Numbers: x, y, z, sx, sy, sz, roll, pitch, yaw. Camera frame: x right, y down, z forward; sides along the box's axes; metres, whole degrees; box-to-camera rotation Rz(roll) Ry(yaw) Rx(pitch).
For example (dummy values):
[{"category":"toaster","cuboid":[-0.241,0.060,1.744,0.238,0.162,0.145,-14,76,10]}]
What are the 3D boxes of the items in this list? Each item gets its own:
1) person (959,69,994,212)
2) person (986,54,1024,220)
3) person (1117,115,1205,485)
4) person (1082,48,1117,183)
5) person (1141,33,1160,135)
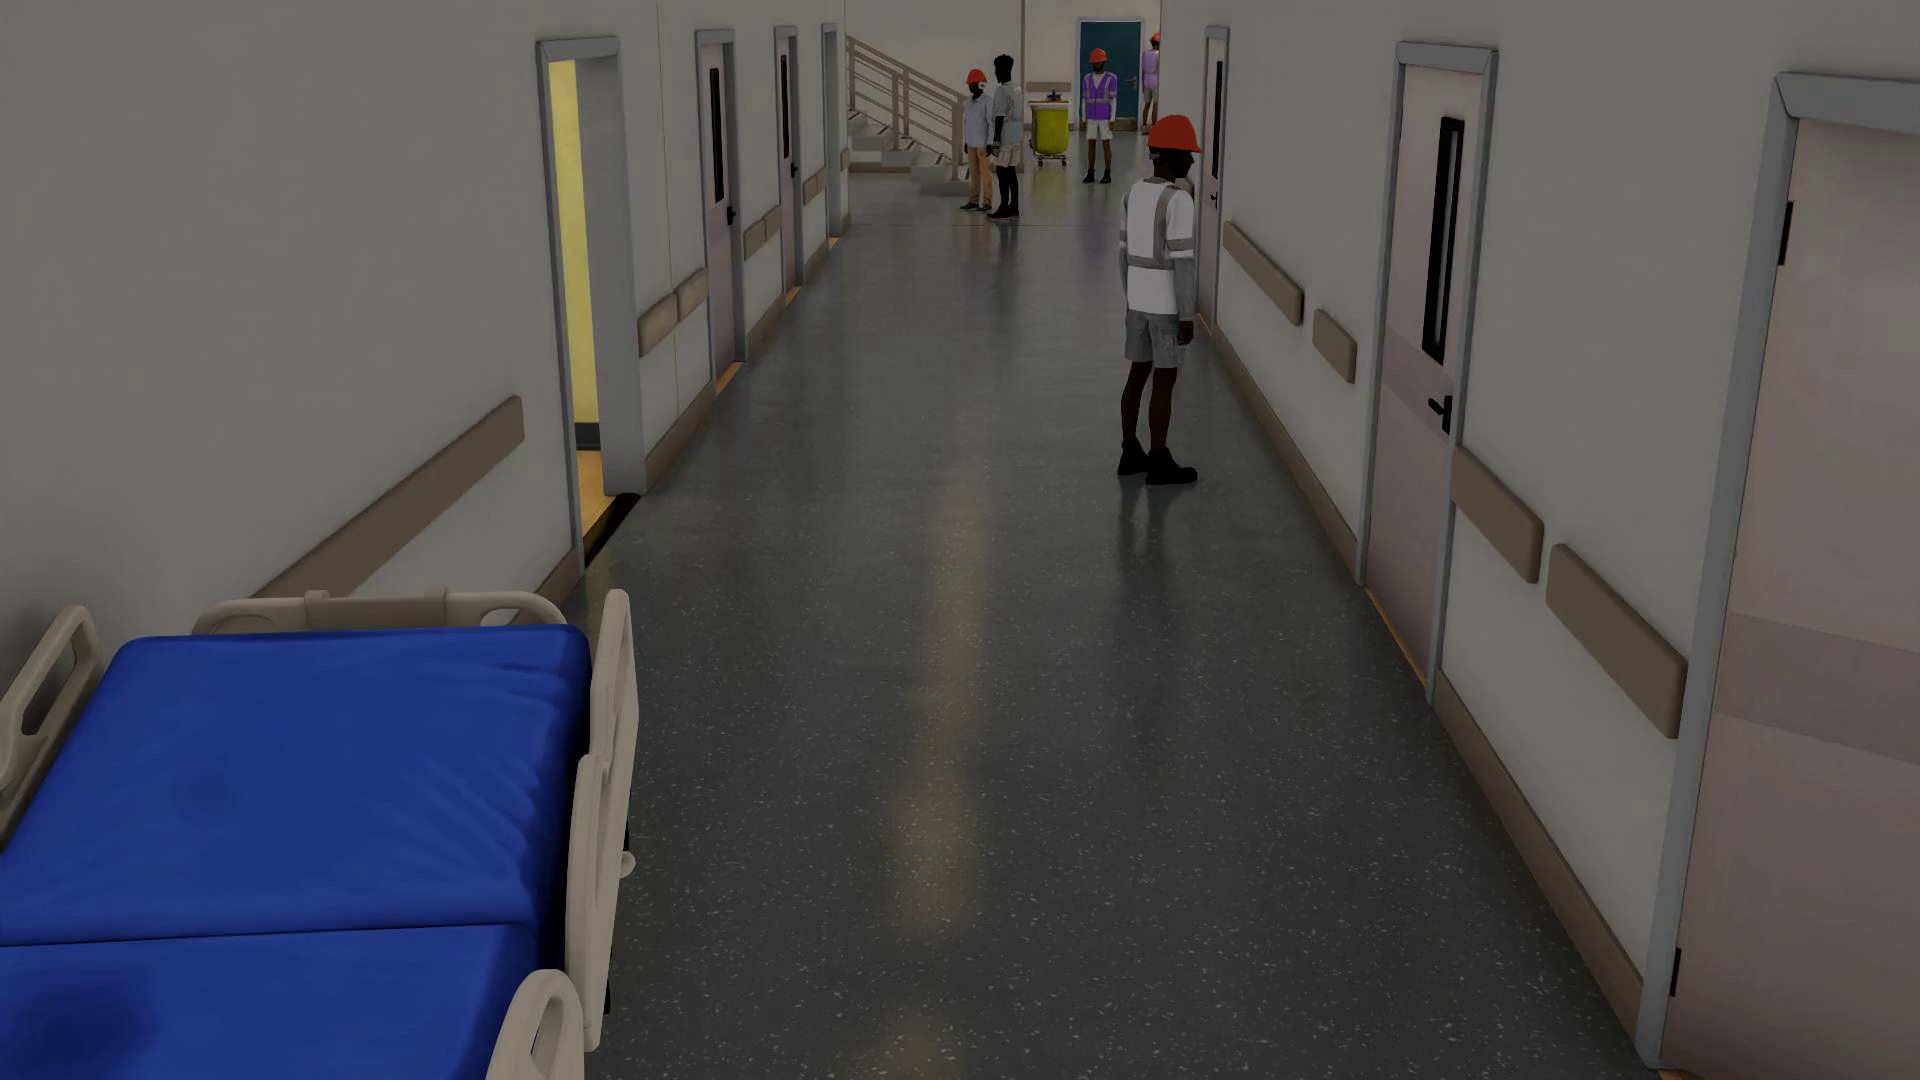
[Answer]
[{"category":"person","cuboid":[0.217,-5.033,20.976,0.342,1.751,0.564,-13,22,-35]},{"category":"person","cuboid":[0.557,-4.865,20.132,0.386,1.952,0.615,8,19,24]},{"category":"person","cuboid":[1.076,-1.263,8.839,0.375,1.933,0.550,-10,20,-28]},{"category":"person","cuboid":[2.025,-6.207,24.392,0.541,1.931,0.376,8,19,25]},{"category":"person","cuboid":[3.953,-9.244,33.774,0.407,2.029,0.612,-16,24,-41]}]
